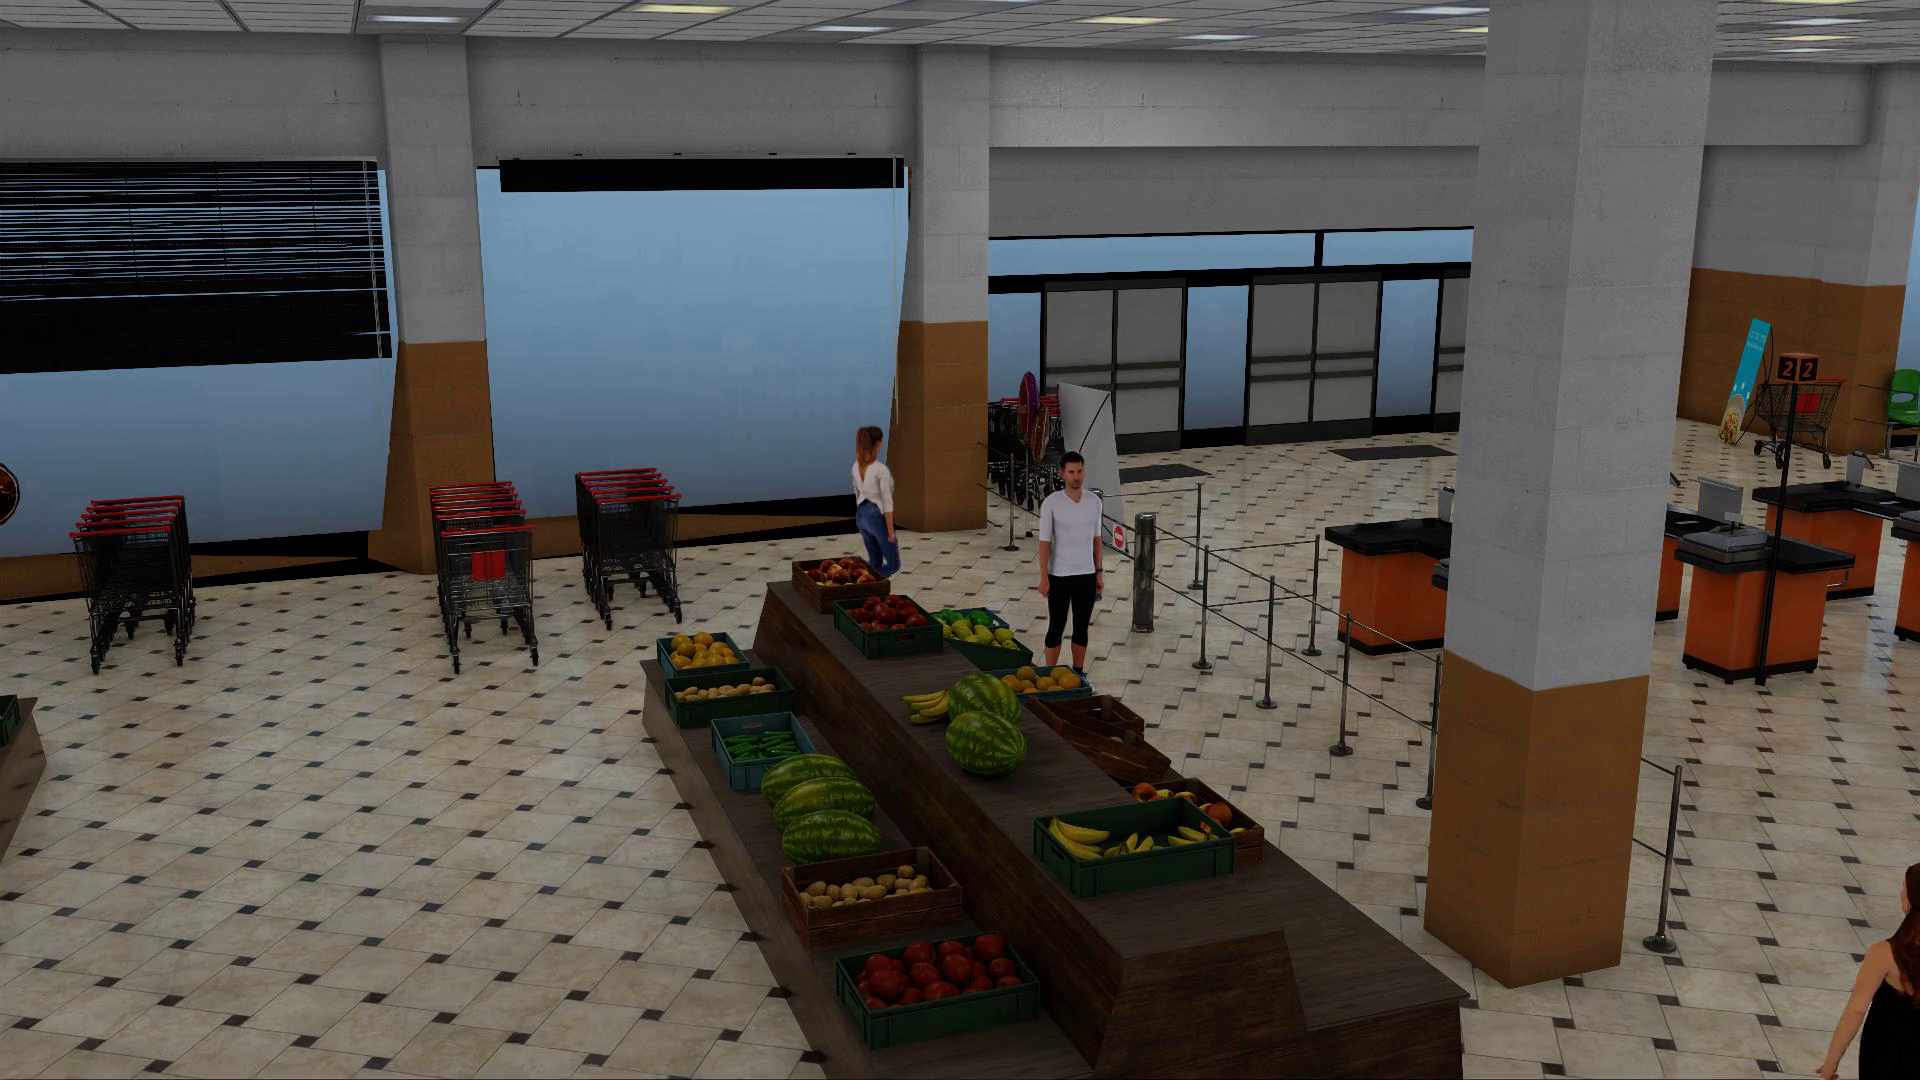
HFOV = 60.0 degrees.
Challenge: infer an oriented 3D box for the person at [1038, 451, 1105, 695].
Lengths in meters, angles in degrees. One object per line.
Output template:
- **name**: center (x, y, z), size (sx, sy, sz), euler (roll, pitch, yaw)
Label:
- **person**: center (0.834, 0.244, 12.463), size (0.666, 1.851, 0.527), euler (-5, 14, -19)

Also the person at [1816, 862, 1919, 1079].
- **person**: center (3.412, 1.966, 5.944), size (0.696, 1.577, 1.090), euler (-3, 14, -12)

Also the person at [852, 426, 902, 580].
- **person**: center (-0.777, -0.109, 14.207), size (0.853, 1.715, 0.852), euler (-12, 18, -40)
